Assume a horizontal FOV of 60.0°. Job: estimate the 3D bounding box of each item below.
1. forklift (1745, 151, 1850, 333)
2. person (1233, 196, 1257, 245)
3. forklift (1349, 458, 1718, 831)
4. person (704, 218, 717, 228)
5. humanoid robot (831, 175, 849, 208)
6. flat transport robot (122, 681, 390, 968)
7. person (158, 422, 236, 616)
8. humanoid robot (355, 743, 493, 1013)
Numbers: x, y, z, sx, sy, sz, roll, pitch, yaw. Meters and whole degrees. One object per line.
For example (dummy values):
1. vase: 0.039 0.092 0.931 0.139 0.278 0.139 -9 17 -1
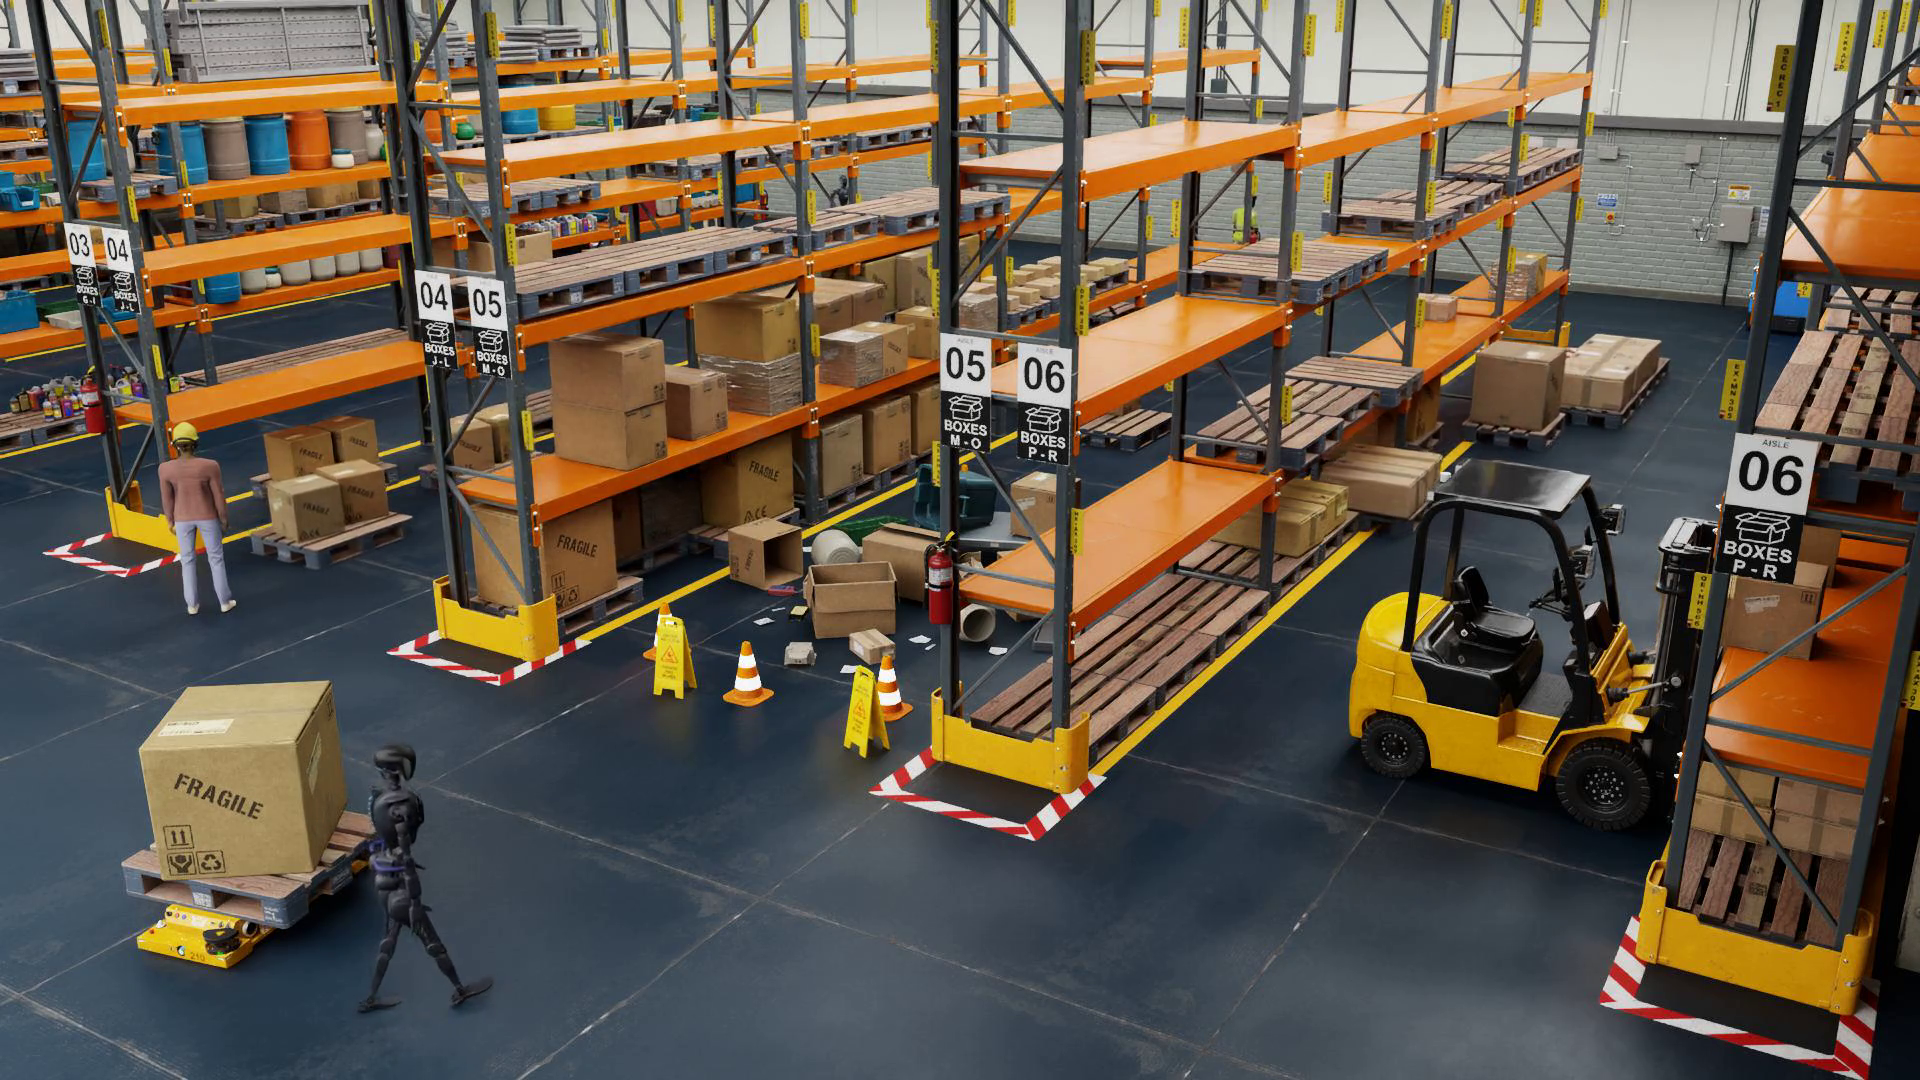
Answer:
1. forklift: 13.620 -4.667 26.137 1.873 2.768 1.129 11 22 29
2. person: 5.185 -5.463 30.246 0.374 1.673 0.546 -14 24 -36
3. forklift: 3.988 0.658 11.776 2.313 2.155 1.214 11 22 29
4. person: -5.237 -7.063 34.864 0.489 1.688 0.346 -6 20 -16
5. humanoid robot: -2.339 -6.509 33.394 0.601 1.644 0.810 -10 21 -27
6. flat transport robot: -4.346 2.161 10.368 0.659 0.231 1.431 6 20 18
7. person: -6.827 -0.191 14.893 0.522 1.758 0.346 -5 20 -13
8. humanoid robot: -3.040 1.849 9.171 0.736 1.629 0.607 -10 21 -26
